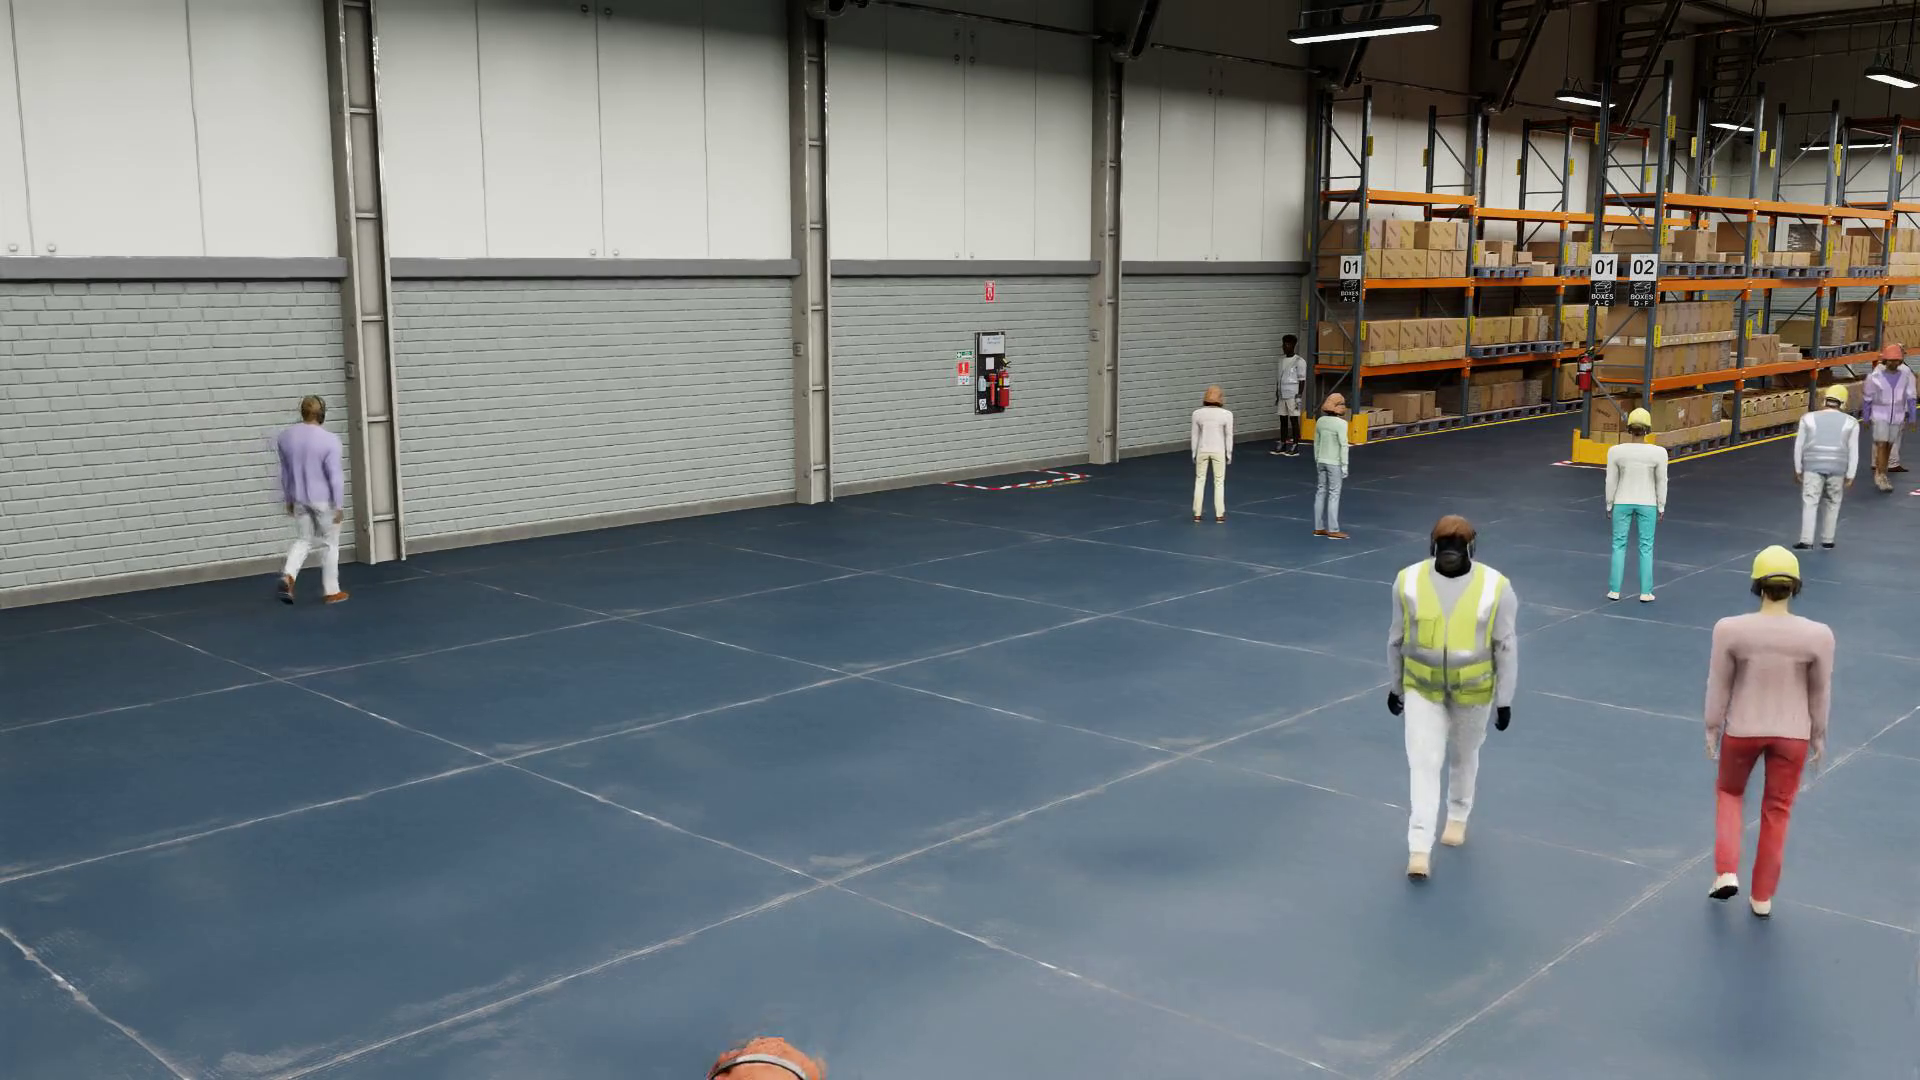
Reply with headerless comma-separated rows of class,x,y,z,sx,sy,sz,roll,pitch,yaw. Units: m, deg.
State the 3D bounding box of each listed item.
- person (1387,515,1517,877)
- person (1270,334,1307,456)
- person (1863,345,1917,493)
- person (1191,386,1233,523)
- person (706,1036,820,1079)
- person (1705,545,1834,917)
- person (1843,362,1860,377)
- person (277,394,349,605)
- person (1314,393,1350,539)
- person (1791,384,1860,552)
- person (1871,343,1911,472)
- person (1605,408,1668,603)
person,2.489,0.765,8.461,0.644,1.792,0.949,4,10,21
person,5.294,-2.330,26.783,0.367,1.966,0.604,-6,11,-31
person,12.647,-1.662,22.688,0.611,1.992,1.088,2,10,12
person,3.004,-1.019,19.845,0.501,1.623,0.300,3,10,20
person,-0.348,1.698,2.582,0.591,1.848,0.900,2,10,12
person,3.769,0.897,7.786,0.526,1.755,0.365,4,10,24
person,21.729,-4.430,40.712,0.518,1.580,0.850,-1,9,-4
person,-5.782,-0.338,14.795,0.638,1.918,0.677,2,10,12
person,4.167,-0.832,18.660,0.280,1.632,0.501,-5,11,-29
person,9.213,-0.750,17.713,0.611,1.798,0.664,5,11,28
person,13.879,-1.965,24.743,0.407,1.908,0.641,-3,10,-19
person,6.124,-0.312,15.086,0.525,1.772,0.304,4,10,24
